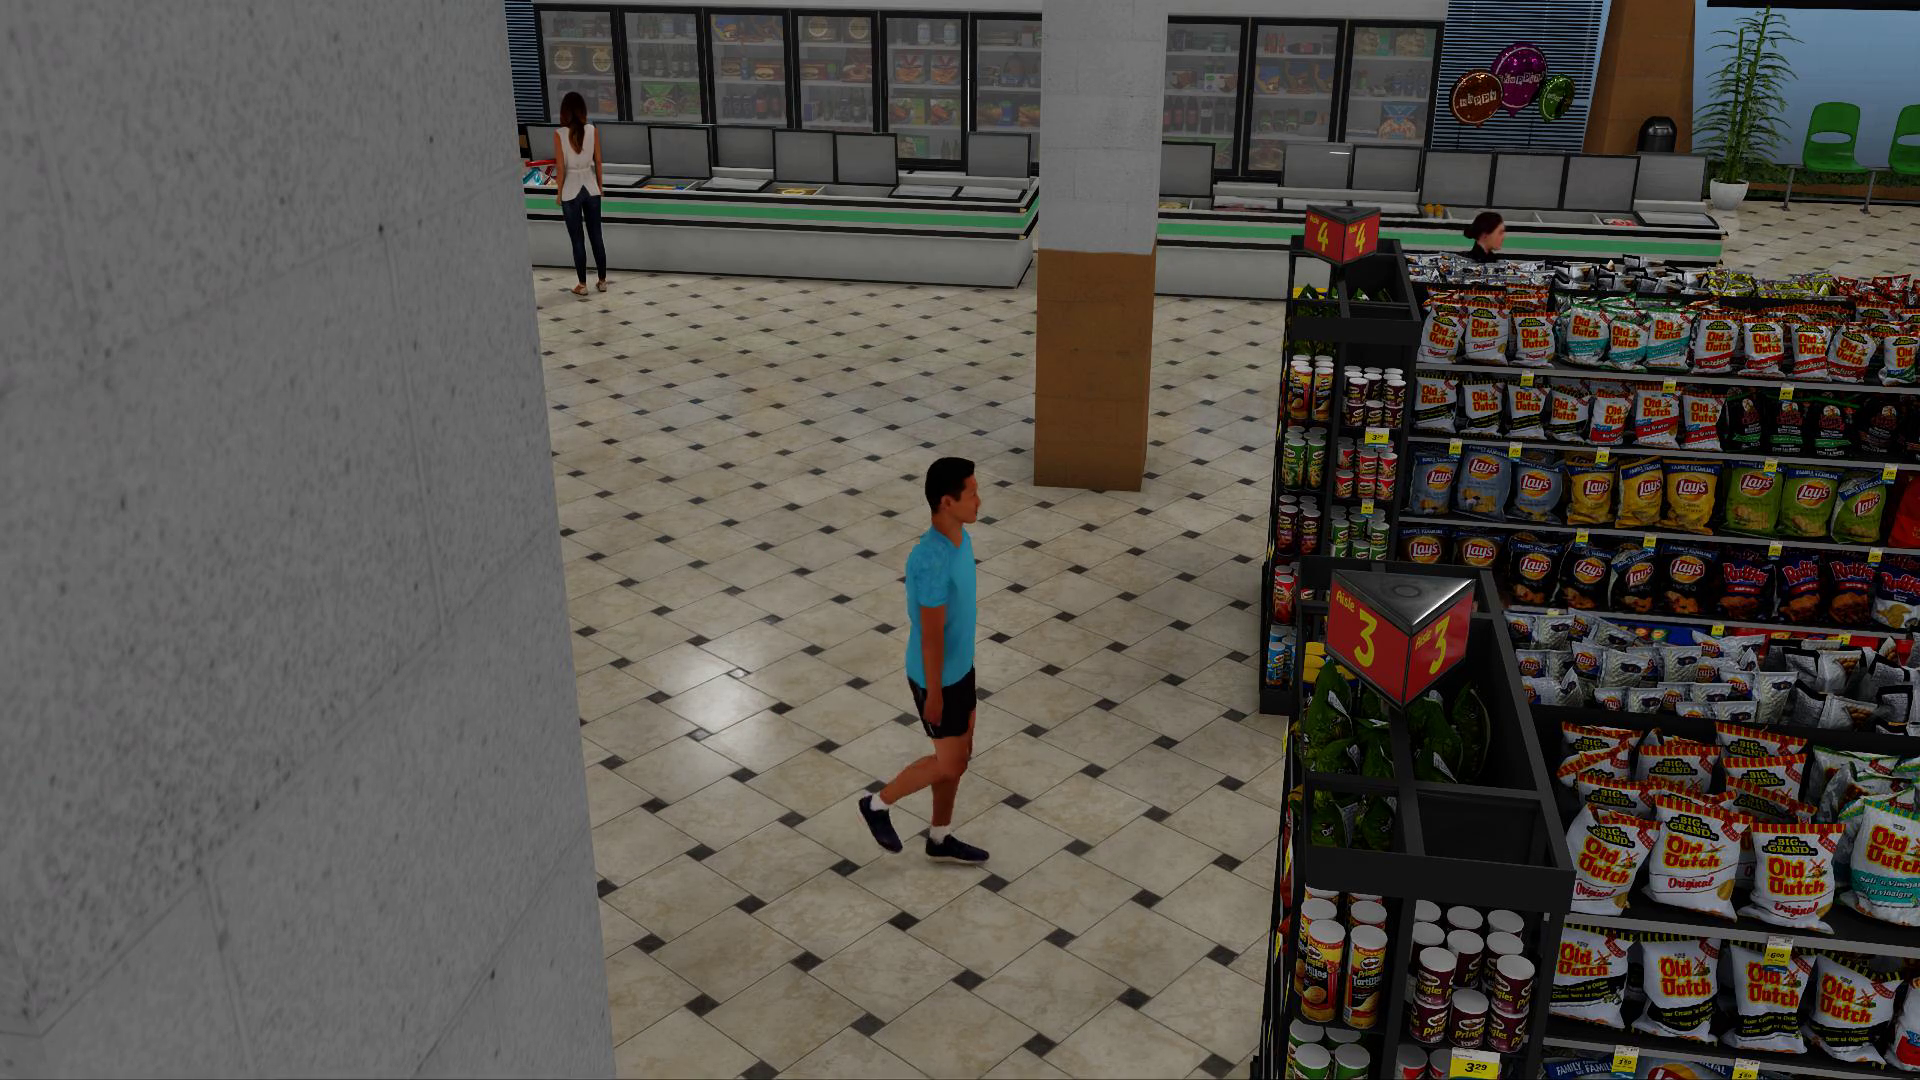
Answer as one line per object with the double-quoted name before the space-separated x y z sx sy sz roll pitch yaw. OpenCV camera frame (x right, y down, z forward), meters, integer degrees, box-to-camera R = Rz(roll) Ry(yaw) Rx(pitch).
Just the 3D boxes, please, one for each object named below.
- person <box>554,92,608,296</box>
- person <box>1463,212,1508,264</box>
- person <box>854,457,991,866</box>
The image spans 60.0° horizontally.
"person" -3.379 -3.086 14.839 0.672 1.785 0.734 -15 28 -31
"person" 3.217 -1.295 10.872 1.079 1.684 0.773 8 25 18
"person" -0.164 0.515 6.637 0.795 1.763 0.681 8 25 17
